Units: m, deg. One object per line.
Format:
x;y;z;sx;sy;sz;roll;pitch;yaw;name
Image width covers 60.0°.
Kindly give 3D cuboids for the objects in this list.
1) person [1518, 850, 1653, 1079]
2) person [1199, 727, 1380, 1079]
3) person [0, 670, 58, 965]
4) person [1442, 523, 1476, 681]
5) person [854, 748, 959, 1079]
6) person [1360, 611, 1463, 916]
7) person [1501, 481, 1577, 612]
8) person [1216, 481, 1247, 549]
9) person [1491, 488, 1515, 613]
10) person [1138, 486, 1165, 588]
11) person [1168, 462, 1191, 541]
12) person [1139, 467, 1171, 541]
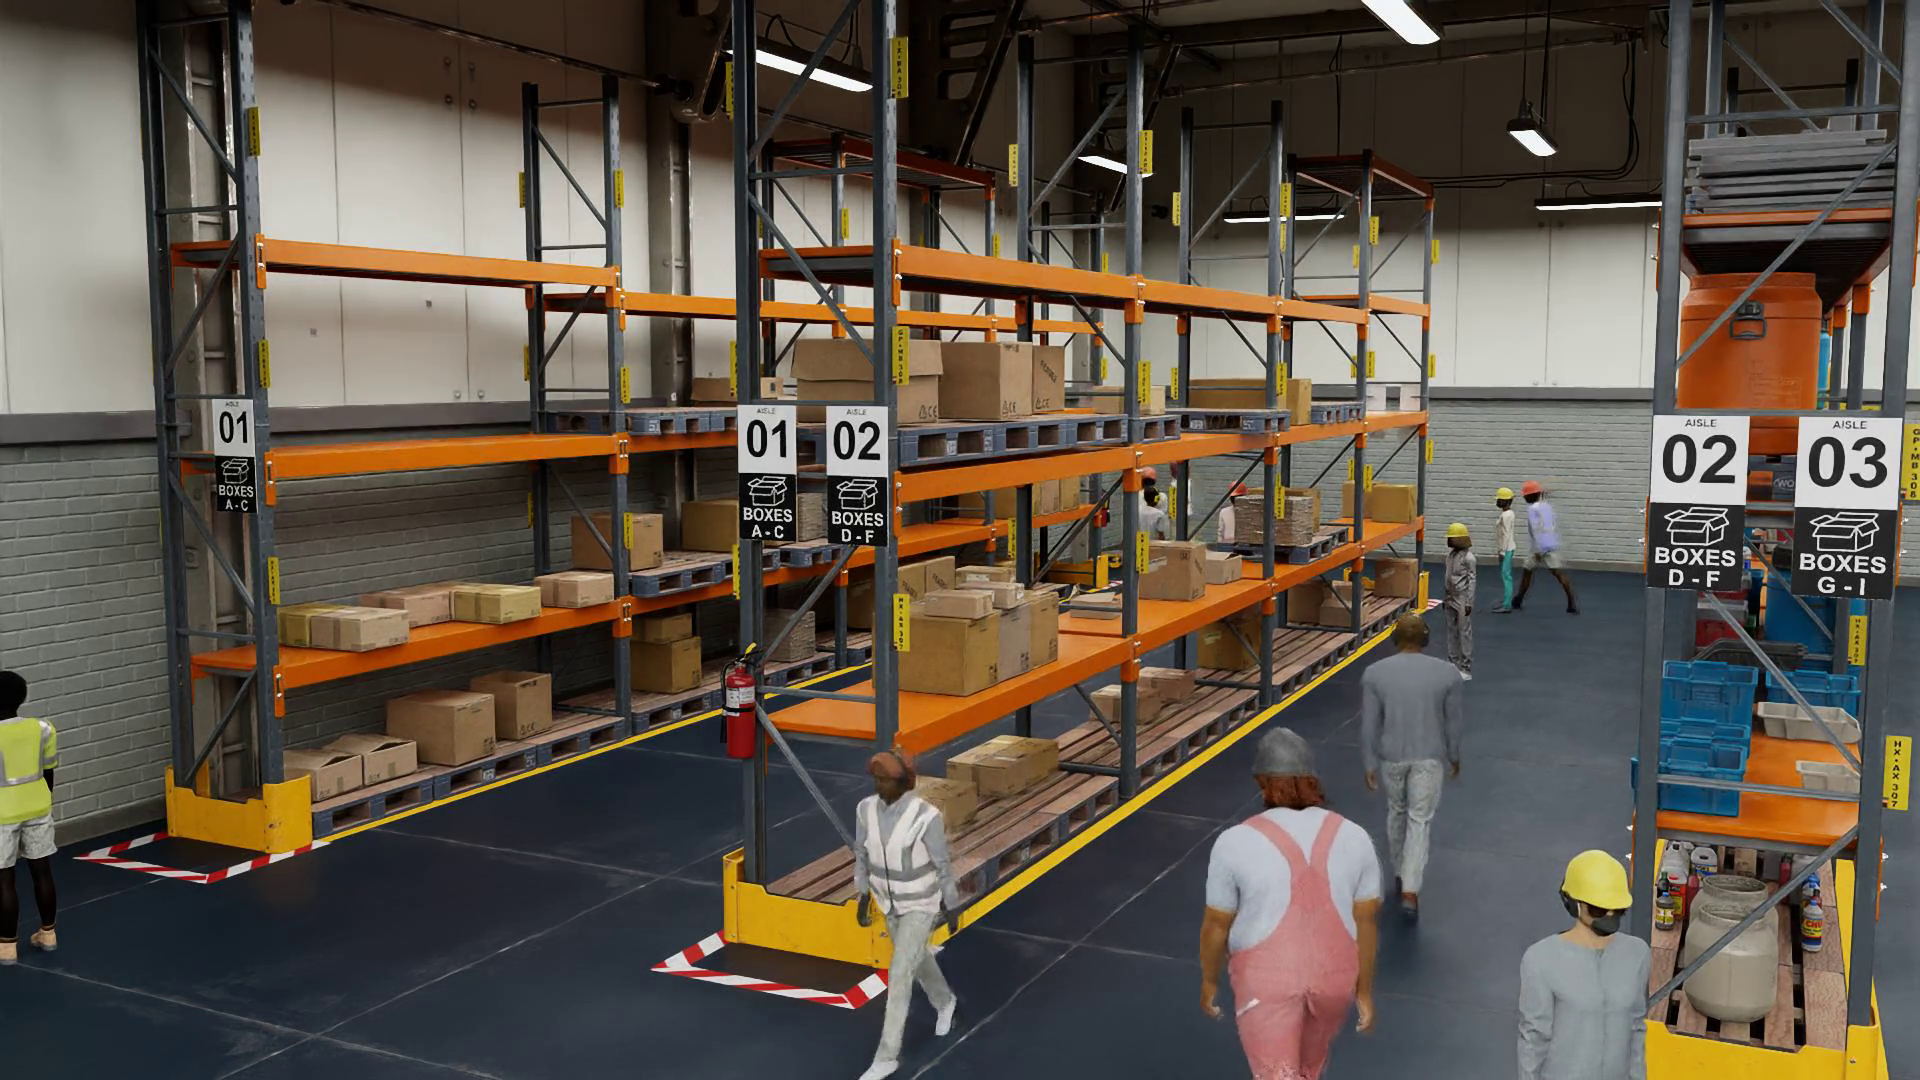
2.202;1.949;5.851;0.526;1.768;0.330;-2;6;-16;person
1.316;1.719;6.776;0.687;2.000;1.064;-1;6;-10;person
-5.485;1.594;9.639;0.318;1.699;0.535;3;7;26;person
5.472;0.678;18.330;0.309;1.741;0.494;-2;6;-18;person
-0.229;1.791;8.268;0.537;1.592;0.874;4;7;37;person
2.870;1.401;10.623;0.627;1.900;1.023;2;6;21;person
8.246;0.099;23.468;0.600;1.868;1.068;-5;8;-39;person
3.599;0.217;21.643;0.612;1.986;0.401;5;8;41;person
7.641;0.147;23.390;0.316;1.766;0.533;2;6;22;person
2.565;0.199;22.430;0.506;1.861;0.318;5;7;38;person
3.742;-0.420;28.547;0.433;1.831;0.601;5;8;39;person
2.766;-0.067;24.370;0.618;1.989;1.038;3;6;25;person
